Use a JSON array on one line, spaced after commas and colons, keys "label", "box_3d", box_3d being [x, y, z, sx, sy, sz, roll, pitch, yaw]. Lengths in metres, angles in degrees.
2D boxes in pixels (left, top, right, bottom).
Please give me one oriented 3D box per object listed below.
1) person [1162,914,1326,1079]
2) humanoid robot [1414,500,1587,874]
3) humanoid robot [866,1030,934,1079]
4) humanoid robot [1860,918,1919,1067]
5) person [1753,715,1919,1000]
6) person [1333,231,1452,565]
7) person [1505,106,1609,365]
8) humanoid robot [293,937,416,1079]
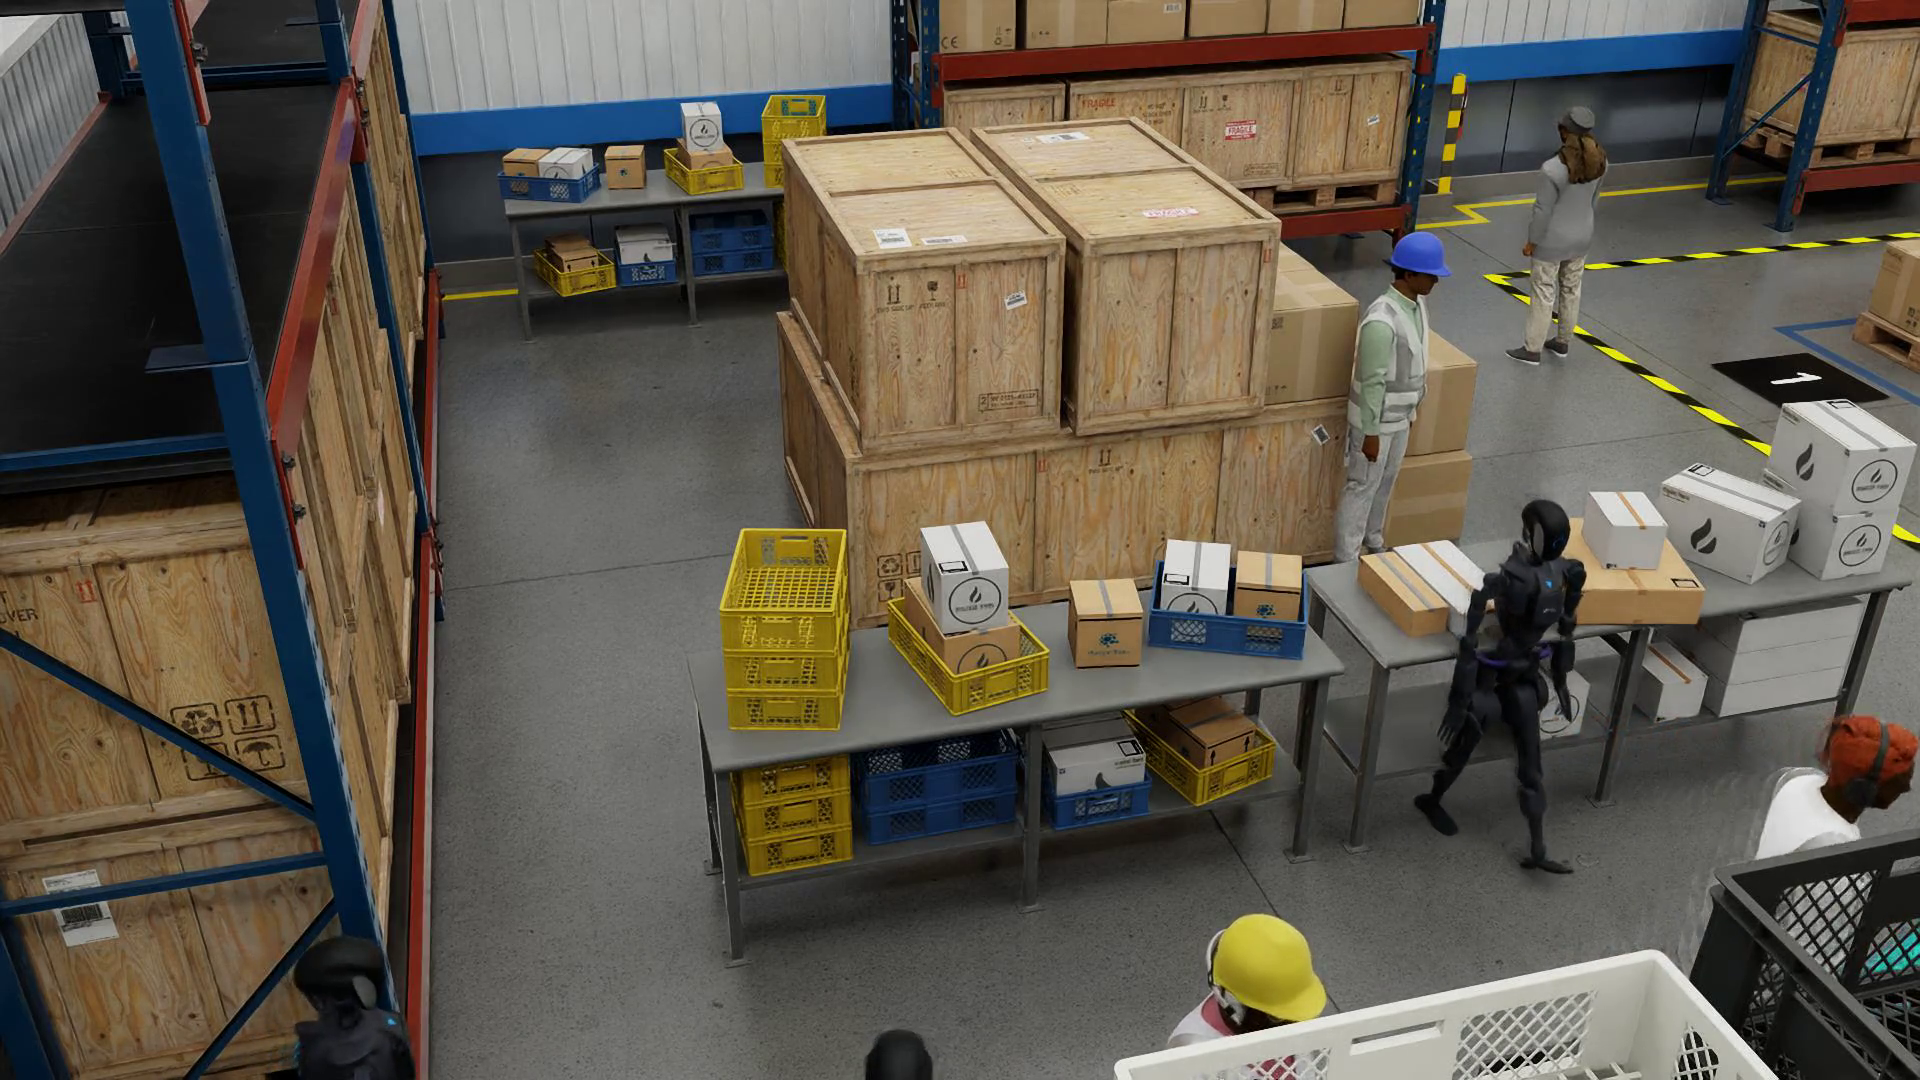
[{"label": "person", "box_3d": [0.724, 1.706, 4.398, 0.403, 1.831, 0.592, 22, 35, 34]}, {"label": "humanoid robot", "box_3d": [2.205, 0.594, 6.608, 0.596, 1.624, 0.756, -11, 31, -20]}, {"label": "humanoid robot", "box_3d": [-0.142, 1.898, 4.198, 0.599, 1.656, 0.315, 10, 30, 17]}, {"label": "humanoid robot", "box_3d": [3.040, 1.324, 5.245, 0.952, 1.796, 0.531, -10, 30, -17]}, {"label": "person", "box_3d": [2.461, 1.308, 5.082, 0.573, 1.875, 0.610, 7, 30, 13]}, {"label": "person", "box_3d": [2.209, -0.654, 8.578, 0.413, 1.939, 0.608, 19, 34, 30]}, {"label": "person", "box_3d": [4.079, -2.053, 11.285, 0.561, 1.769, 0.394, -14, 32, -23]}, {"label": "humanoid robot", "box_3d": [-1.601, 1.722, 4.565, 0.484, 1.665, 0.604, -10, 30, -18]}]
